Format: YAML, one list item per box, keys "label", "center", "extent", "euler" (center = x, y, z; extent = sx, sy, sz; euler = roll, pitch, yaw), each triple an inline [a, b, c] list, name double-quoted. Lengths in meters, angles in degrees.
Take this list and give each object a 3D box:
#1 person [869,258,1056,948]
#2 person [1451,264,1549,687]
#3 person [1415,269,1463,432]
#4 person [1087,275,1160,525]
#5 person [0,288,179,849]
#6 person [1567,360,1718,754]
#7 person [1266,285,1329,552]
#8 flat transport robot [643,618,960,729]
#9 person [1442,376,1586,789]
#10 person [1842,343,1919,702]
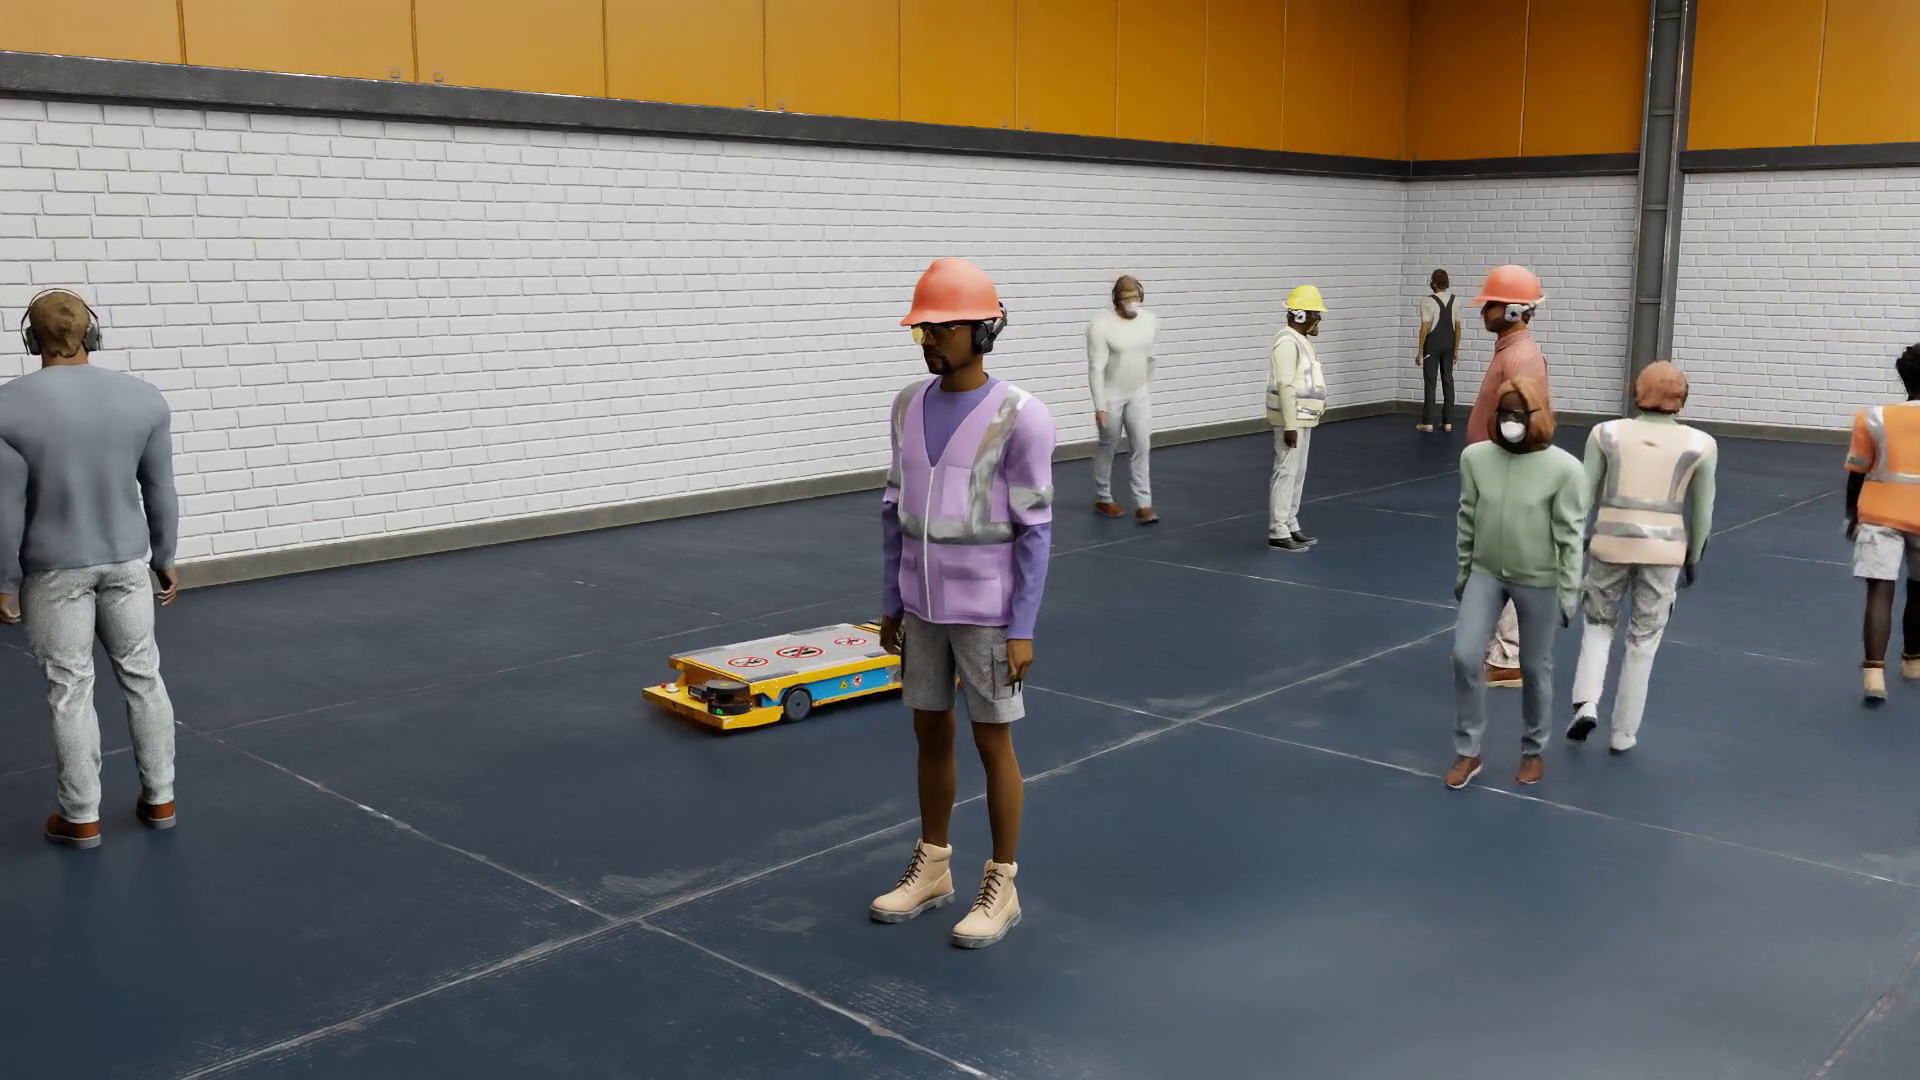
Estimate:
- label: "person"
  center: [-0.010, 0.192, 4.980]
  extent: [0.607, 2.044, 0.372]
  euler: [8, 13, 38]
- label: "person"
  center: [2.583, -0.300, 7.911]
  extent: [0.375, 1.997, 0.609]
  euler: [3, 10, 15]
- label: "person"
  center: [5.411, -2.140, 18.836]
  extent: [0.506, 1.841, 0.346]
  euler: [-2, 10, -11]
- label: "person"
  center: [1.243, -1.046, 12.520]
  extent: [0.642, 1.866, 0.974]
  euler: [-4, 11, -23]
- label: "person"
  center: [-3.042, 0.102, 5.797]
  extent: [0.350, 1.936, 0.635]
  euler: [9, 14, 43]
- label: "person"
  center: [2.776, 0.077, 6.817]
  extent: [0.540, 1.621, 0.359]
  euler: [5, 11, 26]
- label: "person"
  center: [2.318, -0.834, 11.465]
  extent: [0.403, 1.824, 0.597]
  euler: [4, 11, 22]
- label: "flat transport robot"
  center: [-0.682, 0.597, 7.716]
  extent: [1.431, 0.197, 0.652]
  euler: [-9, 13, -41]
- label: "person"
  center: [2.105, 0.175, 6.338]
  extent: [0.512, 1.595, 0.612]
  euler: [8, 13, 39]
- label: "person"
  center: [4.376, -0.086, 7.699]
  extent: [0.535, 1.648, 0.881]
  euler: [5, 11, 28]
